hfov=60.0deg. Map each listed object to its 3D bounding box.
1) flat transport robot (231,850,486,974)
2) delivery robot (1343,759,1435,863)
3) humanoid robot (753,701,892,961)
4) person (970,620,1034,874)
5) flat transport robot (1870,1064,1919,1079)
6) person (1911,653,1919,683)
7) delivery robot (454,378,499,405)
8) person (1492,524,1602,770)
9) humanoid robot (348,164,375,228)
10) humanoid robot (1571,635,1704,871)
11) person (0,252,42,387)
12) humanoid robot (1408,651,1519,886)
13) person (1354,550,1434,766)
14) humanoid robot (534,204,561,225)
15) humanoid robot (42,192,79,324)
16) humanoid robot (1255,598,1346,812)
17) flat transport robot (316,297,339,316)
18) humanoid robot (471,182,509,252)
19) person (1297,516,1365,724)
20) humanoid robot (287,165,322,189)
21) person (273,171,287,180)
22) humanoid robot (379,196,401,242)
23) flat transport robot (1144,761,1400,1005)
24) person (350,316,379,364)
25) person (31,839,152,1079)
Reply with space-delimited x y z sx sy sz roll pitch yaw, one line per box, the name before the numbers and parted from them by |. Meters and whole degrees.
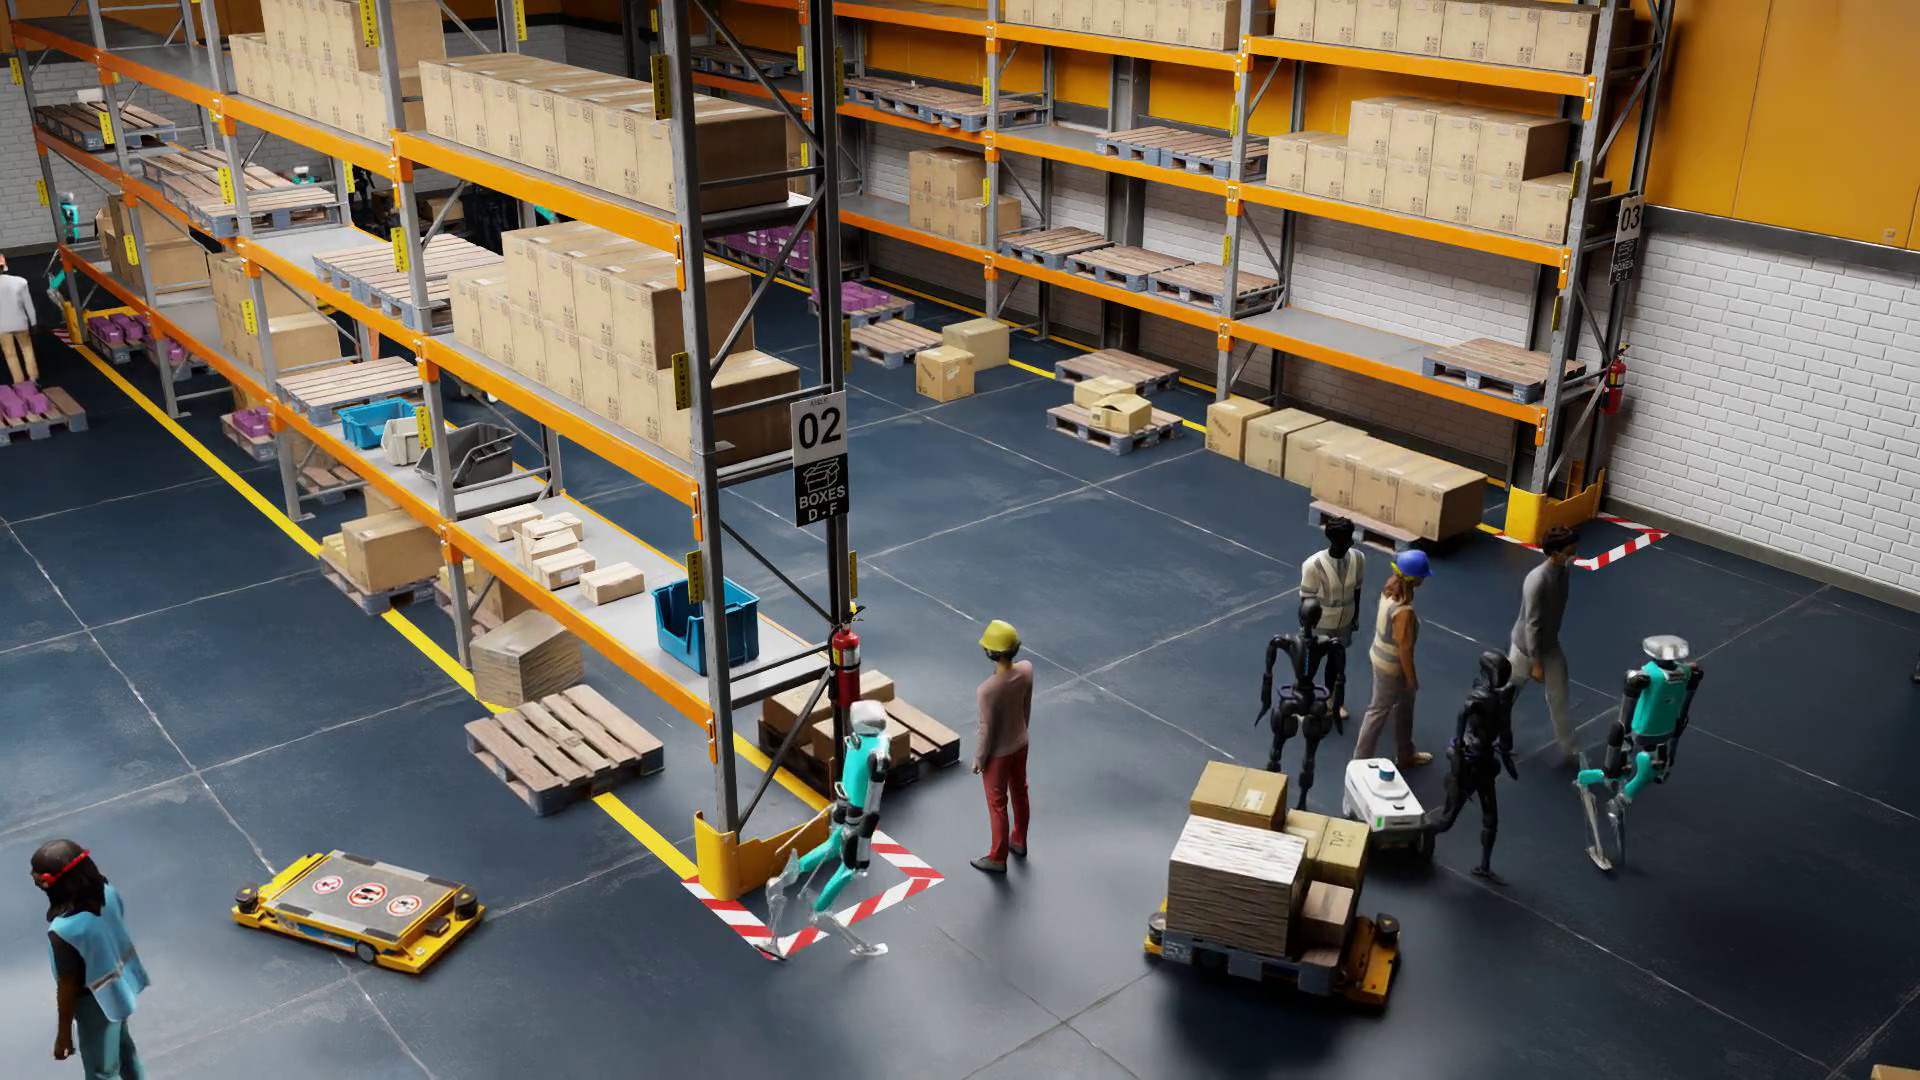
flat transport robot | -3.746 2.285 10.353 1.431 0.231 0.659 9 25 20
delivery robot | 2.838 1.776 11.140 0.499 0.570 0.753 -2 23 -5
humanoid robot | -0.885 1.768 9.734 0.989 1.756 0.547 -3 24 -7
person | 0.268 1.319 10.698 0.306 1.770 0.521 18 29 35
flat transport robot | 4.759 3.469 7.610 1.431 0.231 0.659 5 24 12
person | 7.805 0.261 12.961 0.546 1.923 0.386 15 27 31
delivery robot | -5.610 -1.933 19.779 0.525 0.611 0.782 11 26 23
person | 4.195 0.795 11.802 0.542 1.858 0.946 -17 28 -34
humanoid robot | -10.130 -6.025 27.832 0.478 1.644 0.611 13 26 27
humanoid robot | 4.239 1.388 10.692 0.554 1.878 0.728 -7 24 -16
person | -11.287 -2.573 19.741 0.577 1.733 0.456 -16 28 -33
humanoid robot | 3.273 1.413 10.649 0.600 1.646 0.687 -17 28 -34
person | 3.164 0.877 11.735 0.710 1.750 0.492 1 23 3
humanoid robot | -6.650 -5.454 26.410 0.786 1.758 0.539 4 24 8
humanoid robot | -12.272 -3.806 22.630 0.724 1.795 0.530 -12 26 -26
humanoid robot | 2.301 1.148 11.214 0.590 1.658 0.339 2 23 5
flat transport robot | -9.421 -3.261 23.196 1.431 0.231 0.659 4 24 10
humanoid robot | -7.152 -4.999 25.457 0.615 1.633 0.504 6 24 14
person | 2.768 0.597 12.470 0.534 1.693 0.321 -9 25 -20
humanoid robot | -9.749 -4.728 24.724 0.538 1.758 0.750 -17 29 -35
person | -9.352 -4.285 23.568 0.648 1.861 0.674 -4 24 -9
humanoid robot | -7.767 -3.920 22.941 0.309 1.654 0.608 6 24 13
flat transport robot | 1.895 2.401 10.083 1.431 0.231 0.659 9 25 19
person | -7.180 -2.724 20.075 0.498 1.759 0.332 14 27 28
person | -4.276 2.316 8.271 0.436 1.860 0.562 -1 23 -2
